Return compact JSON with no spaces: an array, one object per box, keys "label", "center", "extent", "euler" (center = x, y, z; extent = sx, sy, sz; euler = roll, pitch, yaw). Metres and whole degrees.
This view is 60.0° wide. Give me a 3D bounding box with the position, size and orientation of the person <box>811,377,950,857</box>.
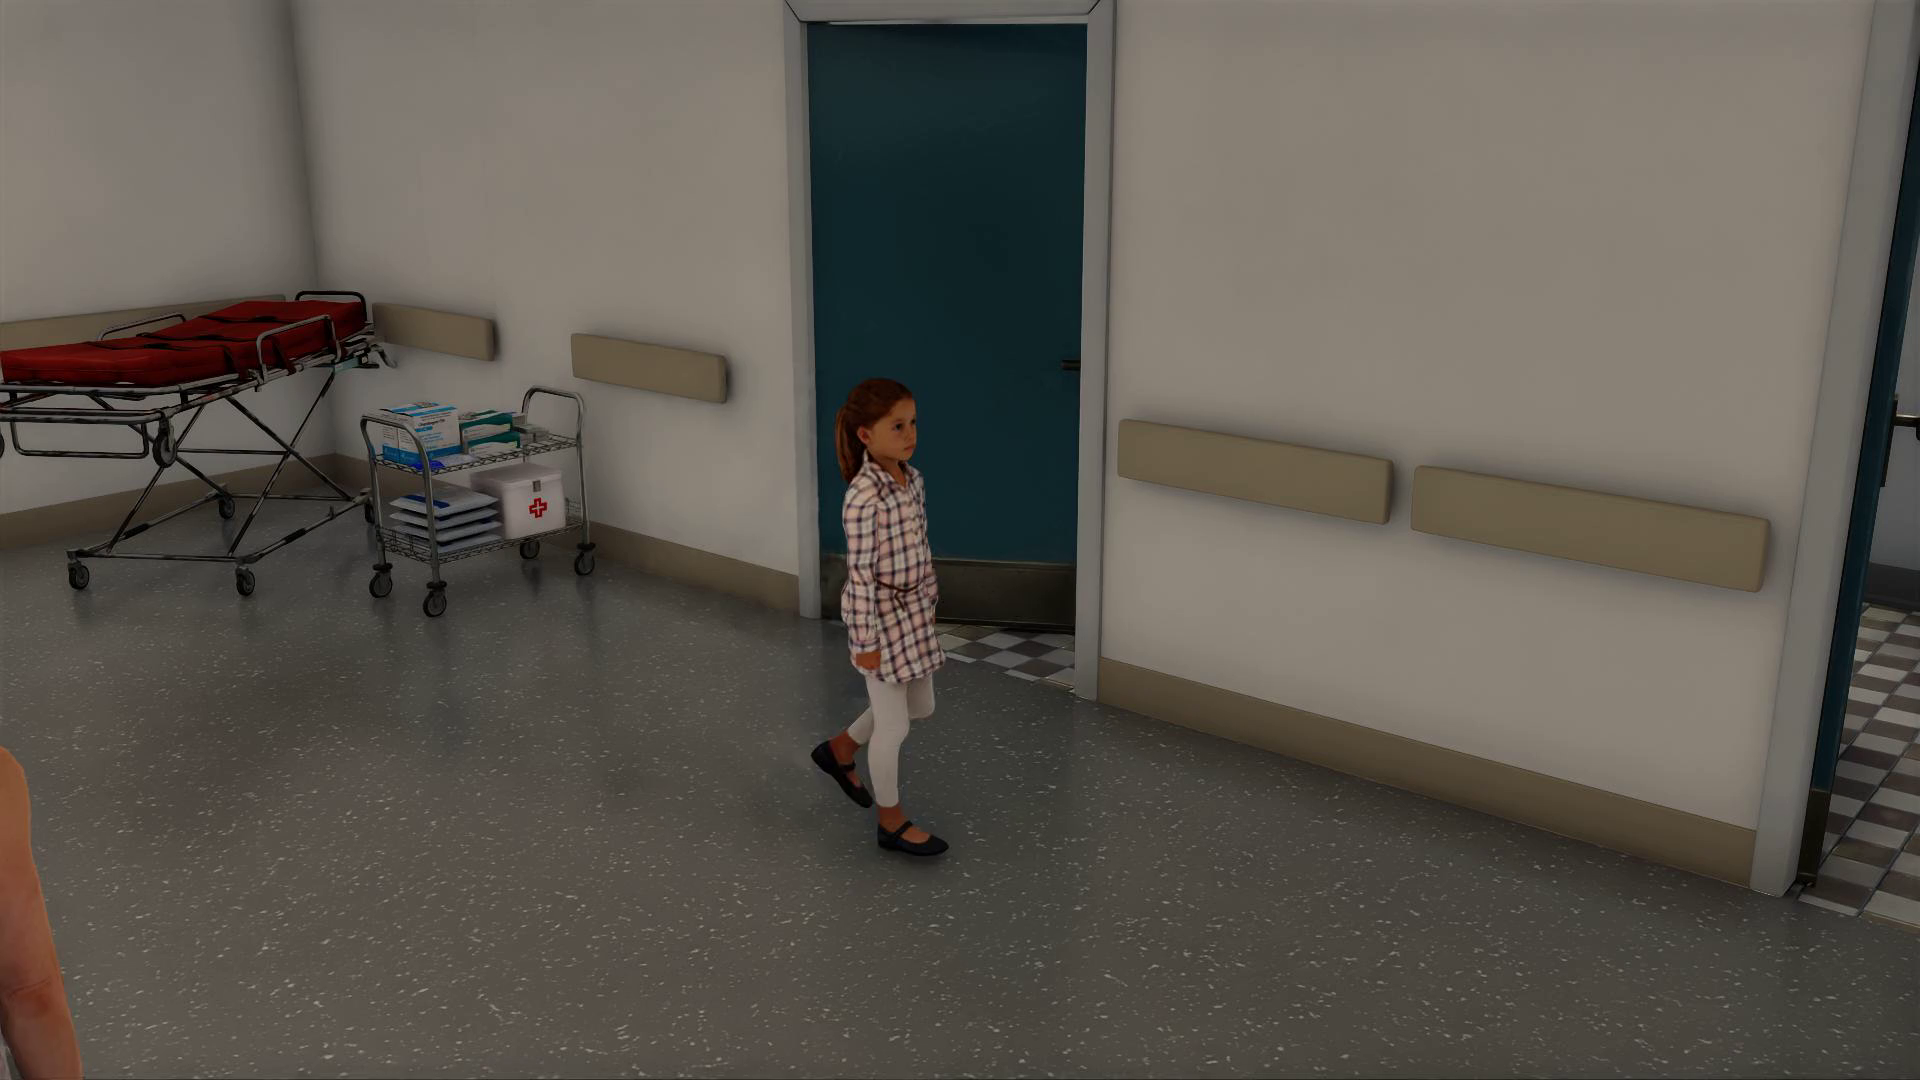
[{"label":"person","center":[-0.244,0.198,4.457],"extent":[0.744,1.300,0.614],"euler":[8,18,27]}]
